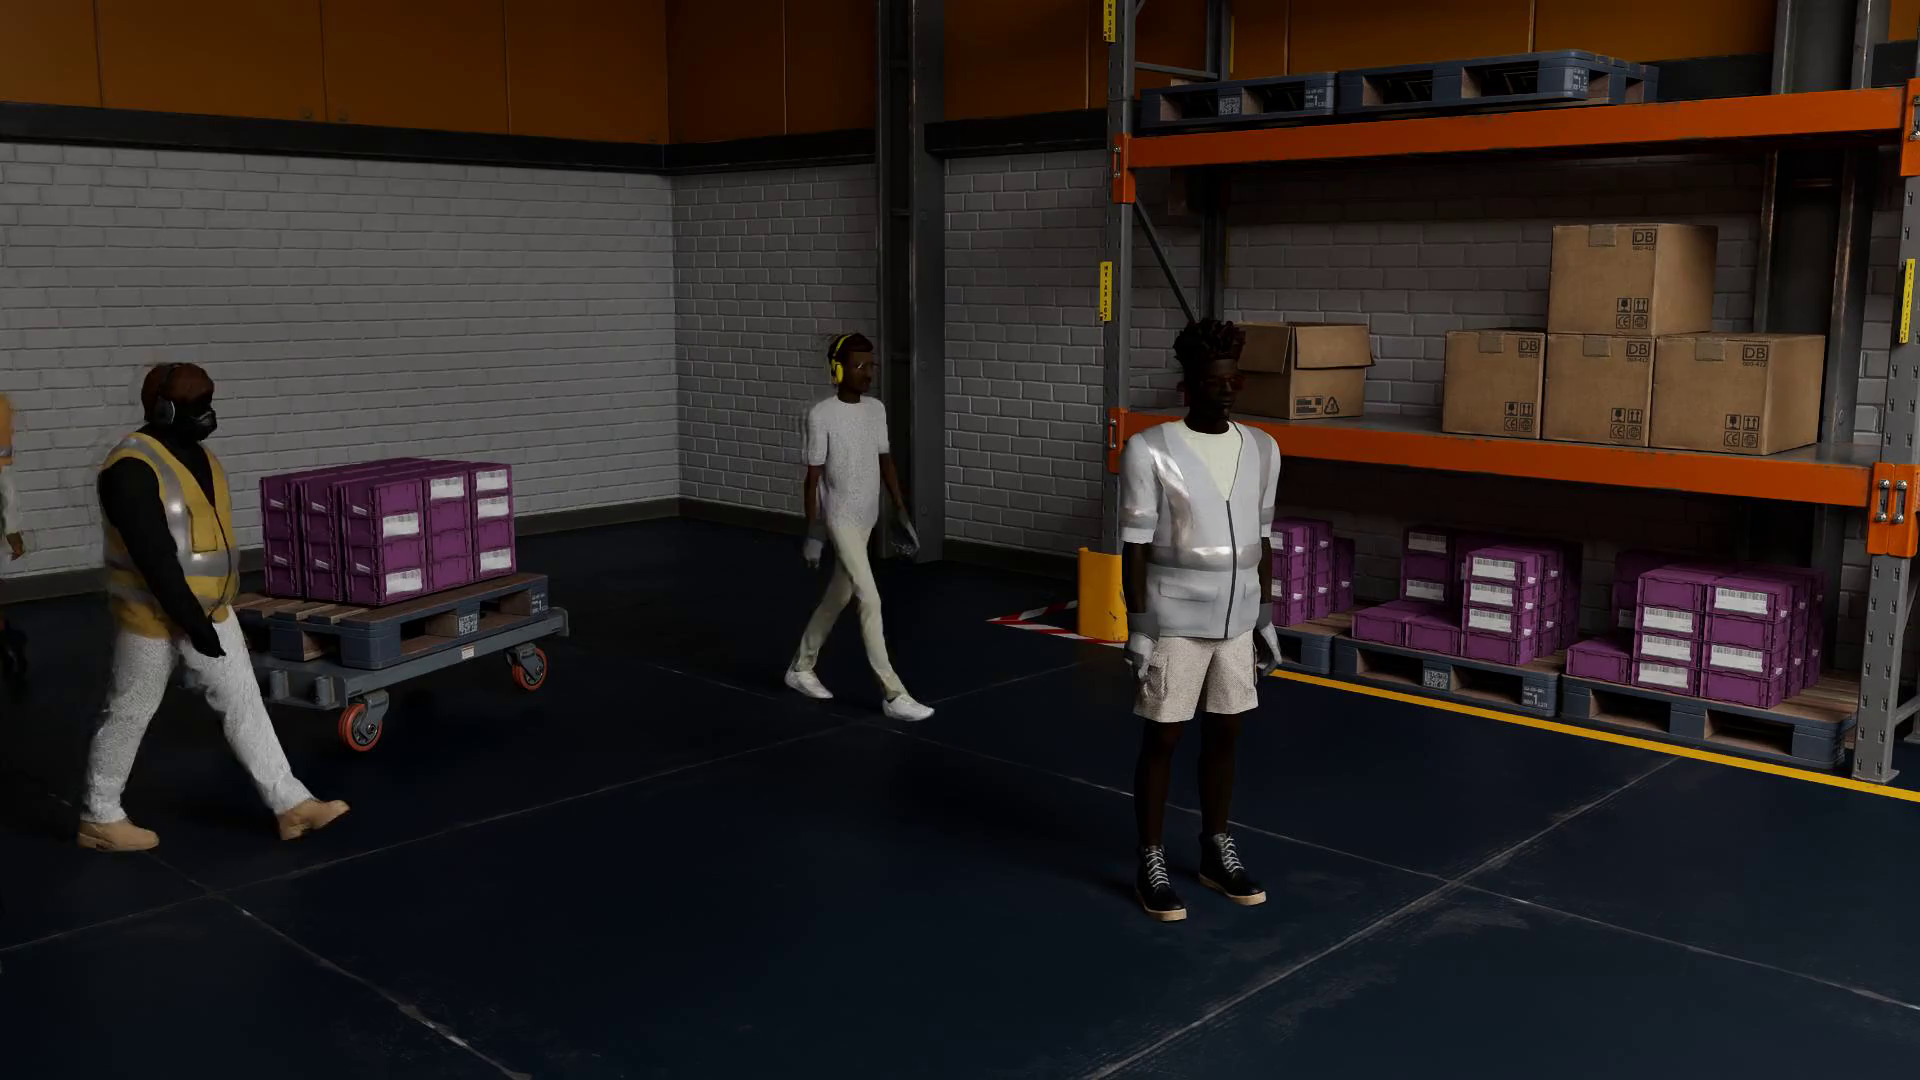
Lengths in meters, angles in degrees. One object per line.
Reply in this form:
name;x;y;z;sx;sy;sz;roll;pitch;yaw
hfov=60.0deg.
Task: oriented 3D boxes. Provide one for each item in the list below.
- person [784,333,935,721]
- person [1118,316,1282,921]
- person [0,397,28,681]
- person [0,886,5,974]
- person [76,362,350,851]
person;-0.510;-0.078;7.990;0.979;1.828;0.540;6;11;35
person;0.797;0.255;5.478;0.606;1.966;0.367;-5;10;-26
person;-4.843;-0.141;8.155;0.550;1.898;0.922;0;9;-1
person;-3.151;0.334;4.766;0.536;2.000;0.684;7;12;37
person;-2.799;0.260;6.003;0.978;1.792;0.619;1;9;6
